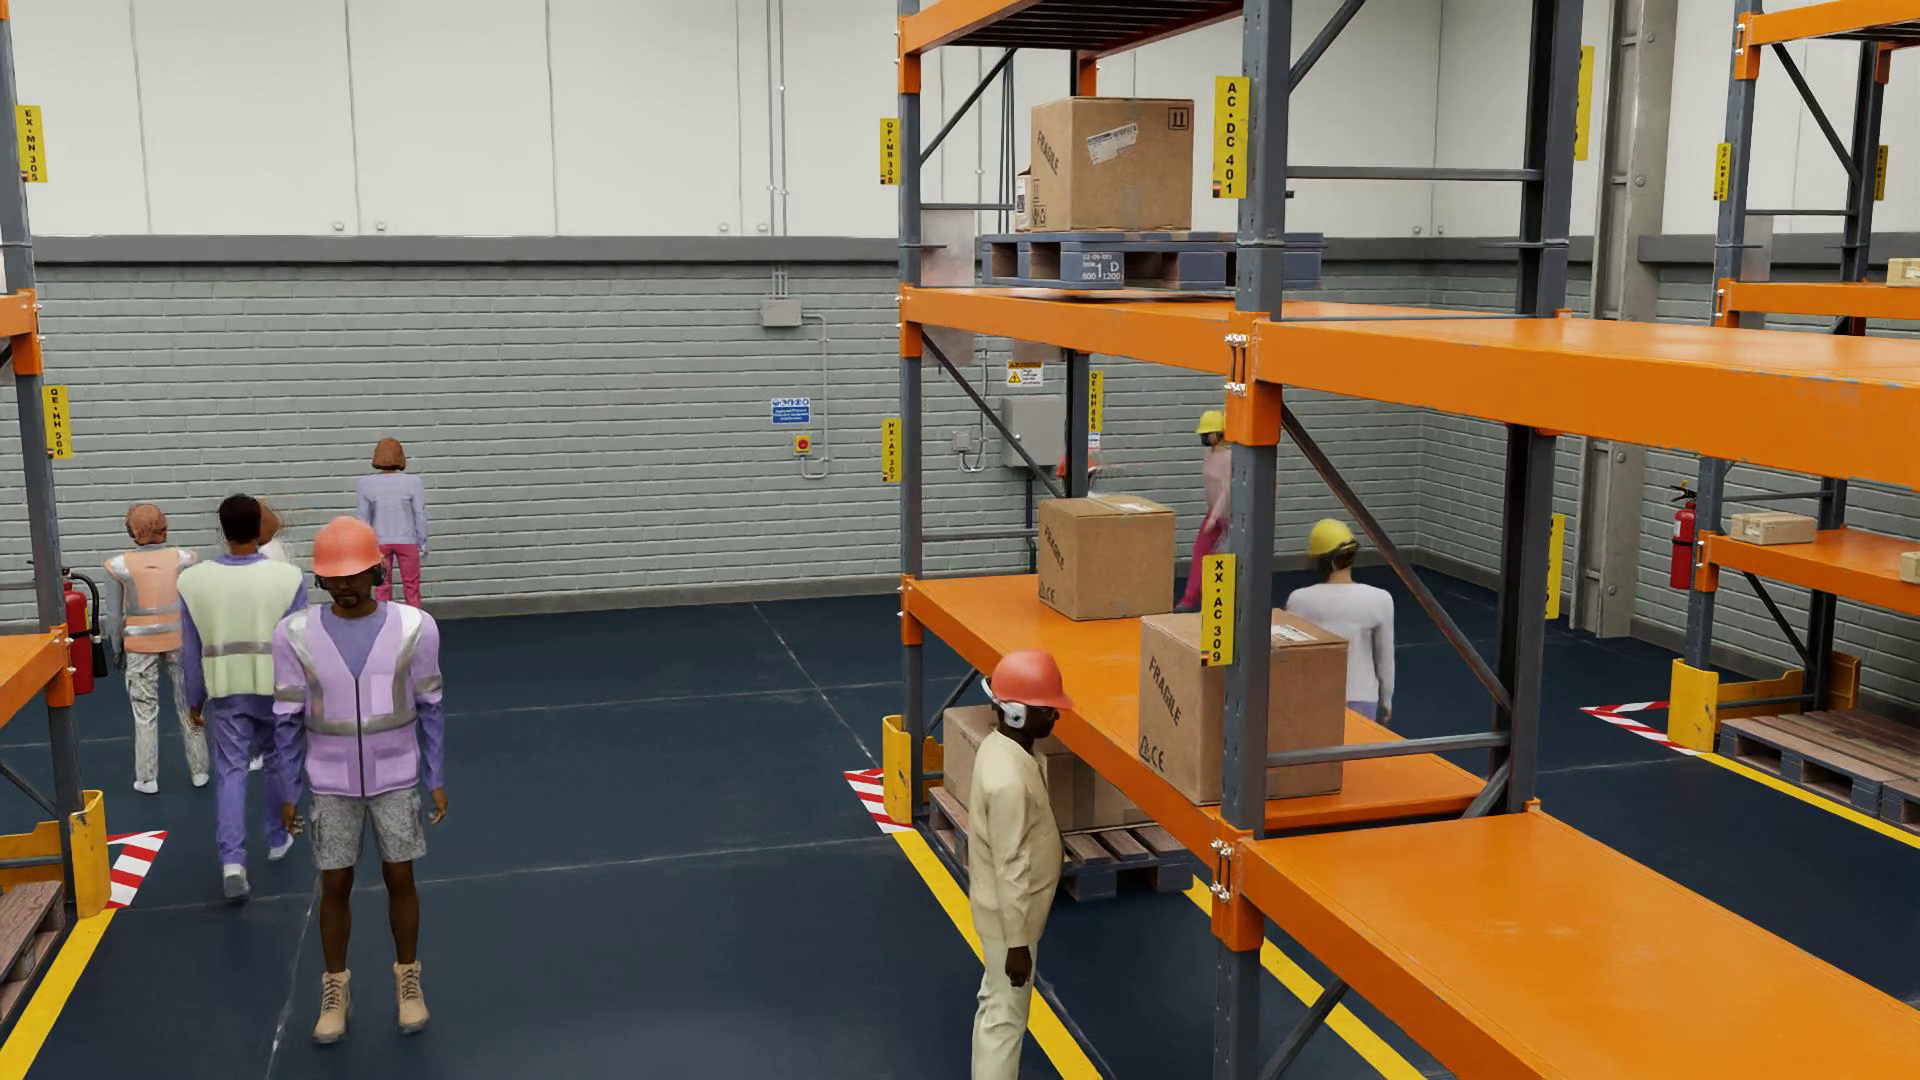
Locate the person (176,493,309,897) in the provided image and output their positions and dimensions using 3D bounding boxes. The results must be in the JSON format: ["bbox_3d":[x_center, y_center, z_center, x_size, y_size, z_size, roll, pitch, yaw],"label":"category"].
[{"bbox_3d":[-3.403,0.723,7.951,0.591,1.885,0.953,-3,10,-15],"label":"person"}]

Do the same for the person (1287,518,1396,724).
[{"bbox_3d":[1.827,0.764,8.025,0.548,1.748,0.390,1,10,7],"label":"person"}]

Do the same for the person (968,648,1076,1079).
[{"bbox_3d":[0.200,1.211,5.496,0.345,1.746,0.573,0,10,-1],"label":"person"}]

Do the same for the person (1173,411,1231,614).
[{"bbox_3d":[2.039,-0.183,13.491,0.828,1.718,0.532,-4,11,-21],"label":"person"}]

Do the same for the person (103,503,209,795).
[{"bbox_3d":[-4.468,0.605,9.284,0.516,1.635,0.312,-6,11,-29],"label":"person"}]

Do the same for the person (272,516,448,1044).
[{"bbox_3d":[-2.280,0.914,6.357,0.615,2.040,0.391,-3,10,-17],"label":"person"}]

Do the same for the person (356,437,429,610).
[{"bbox_3d":[-4.234,0.049,12.449,0.499,1.634,0.285,-1,10,-8],"label":"person"}]
